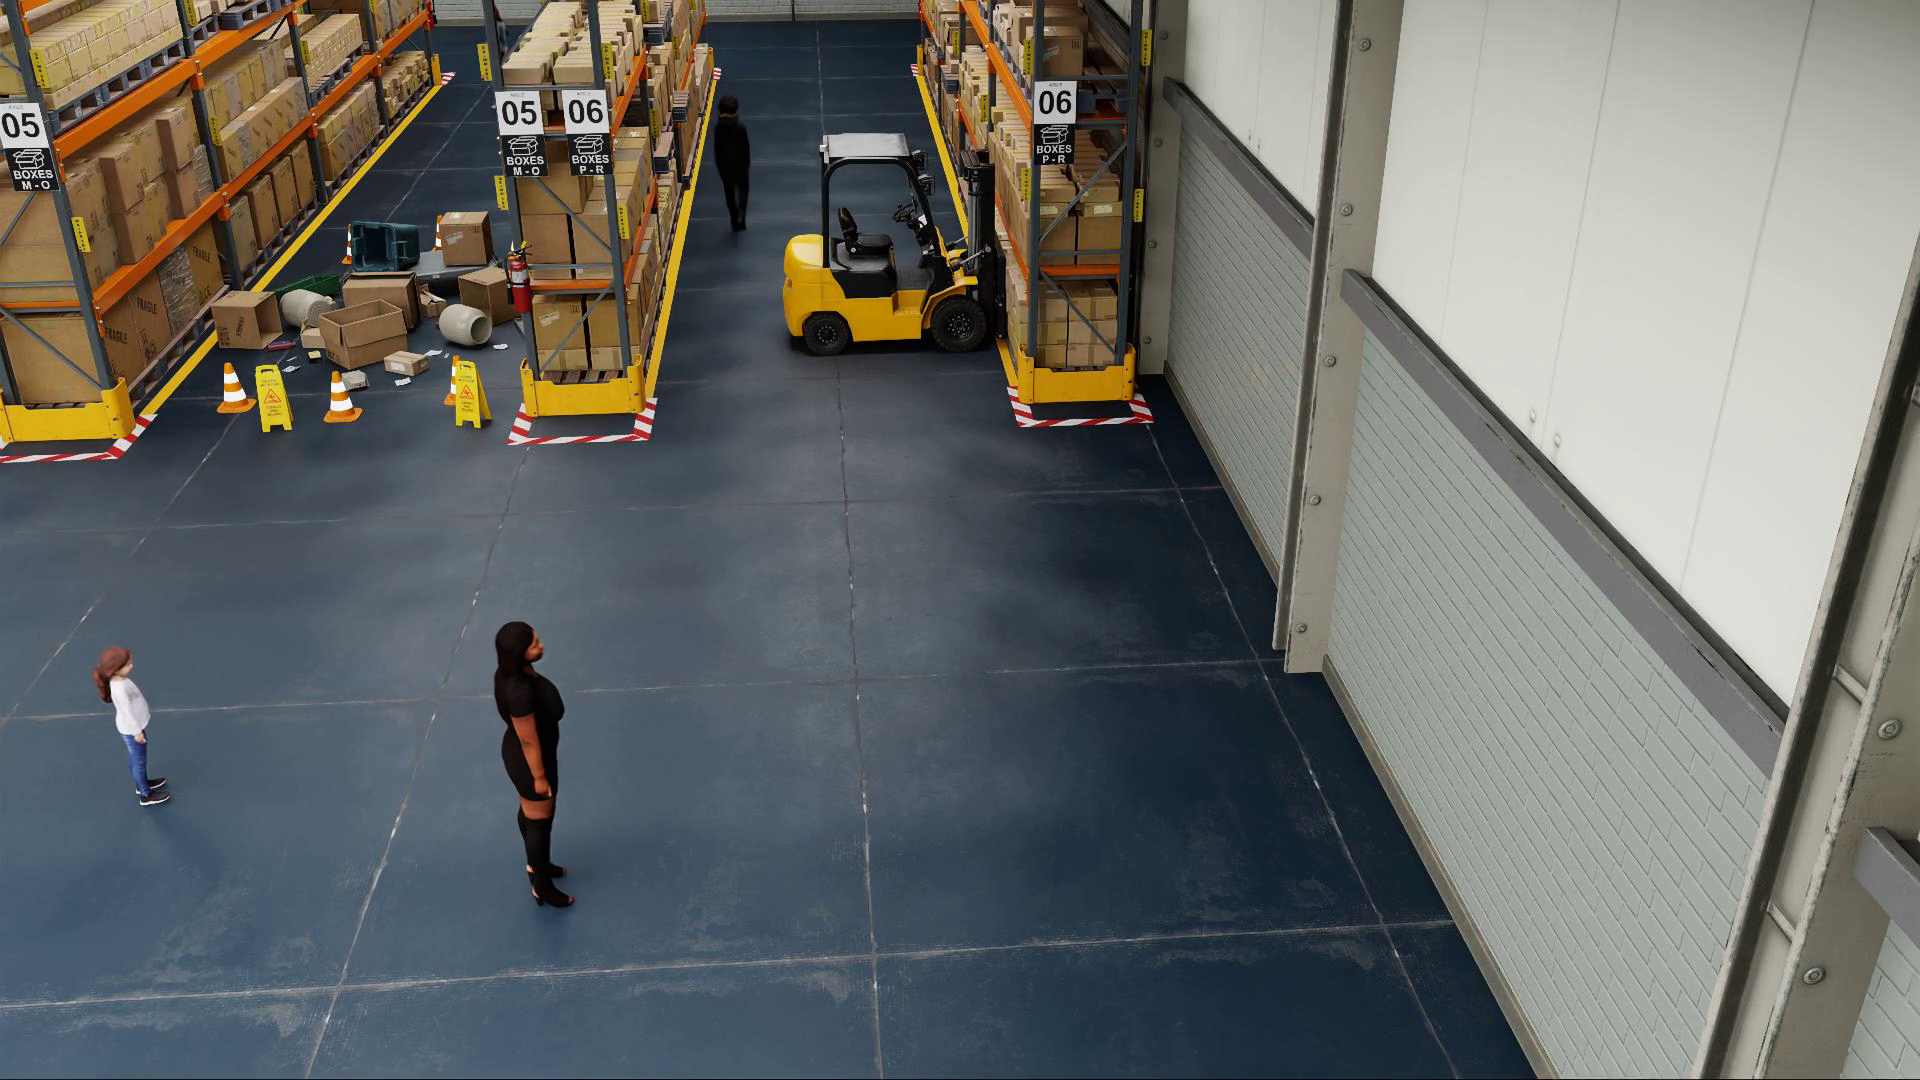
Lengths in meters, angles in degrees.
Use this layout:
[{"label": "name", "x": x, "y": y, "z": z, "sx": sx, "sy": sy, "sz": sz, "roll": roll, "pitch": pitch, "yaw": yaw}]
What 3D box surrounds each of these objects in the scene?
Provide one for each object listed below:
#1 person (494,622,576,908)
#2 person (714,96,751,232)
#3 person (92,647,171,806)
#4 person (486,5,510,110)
[{"label": "person", "x": -2.484, "y": 1.292, "z": 9.654, "sx": 0.766, "sy": 1.855, "sz": 0.629, "roll": -9, "pitch": 29, "yaw": -18}, {"label": "person", "x": -2.975, "y": -4.882, "z": 21.737, "sx": 0.653, "sy": 1.769, "sz": 0.773, "roll": 0, "pitch": 27, "yaw": 1}, {"label": "person", "x": -5.337, "y": 1.174, "z": 10.692, "sx": 0.578, "sy": 1.113, "sz": 0.502, "roll": -15, "pitch": 31, "yaw": -27}, {"label": "person", "x": -7.808, "y": -8.171, "z": 28.153, "sx": 0.672, "sy": 1.743, "sz": 0.686, "roll": 11, "pitch": 29, "yaw": 21}]
